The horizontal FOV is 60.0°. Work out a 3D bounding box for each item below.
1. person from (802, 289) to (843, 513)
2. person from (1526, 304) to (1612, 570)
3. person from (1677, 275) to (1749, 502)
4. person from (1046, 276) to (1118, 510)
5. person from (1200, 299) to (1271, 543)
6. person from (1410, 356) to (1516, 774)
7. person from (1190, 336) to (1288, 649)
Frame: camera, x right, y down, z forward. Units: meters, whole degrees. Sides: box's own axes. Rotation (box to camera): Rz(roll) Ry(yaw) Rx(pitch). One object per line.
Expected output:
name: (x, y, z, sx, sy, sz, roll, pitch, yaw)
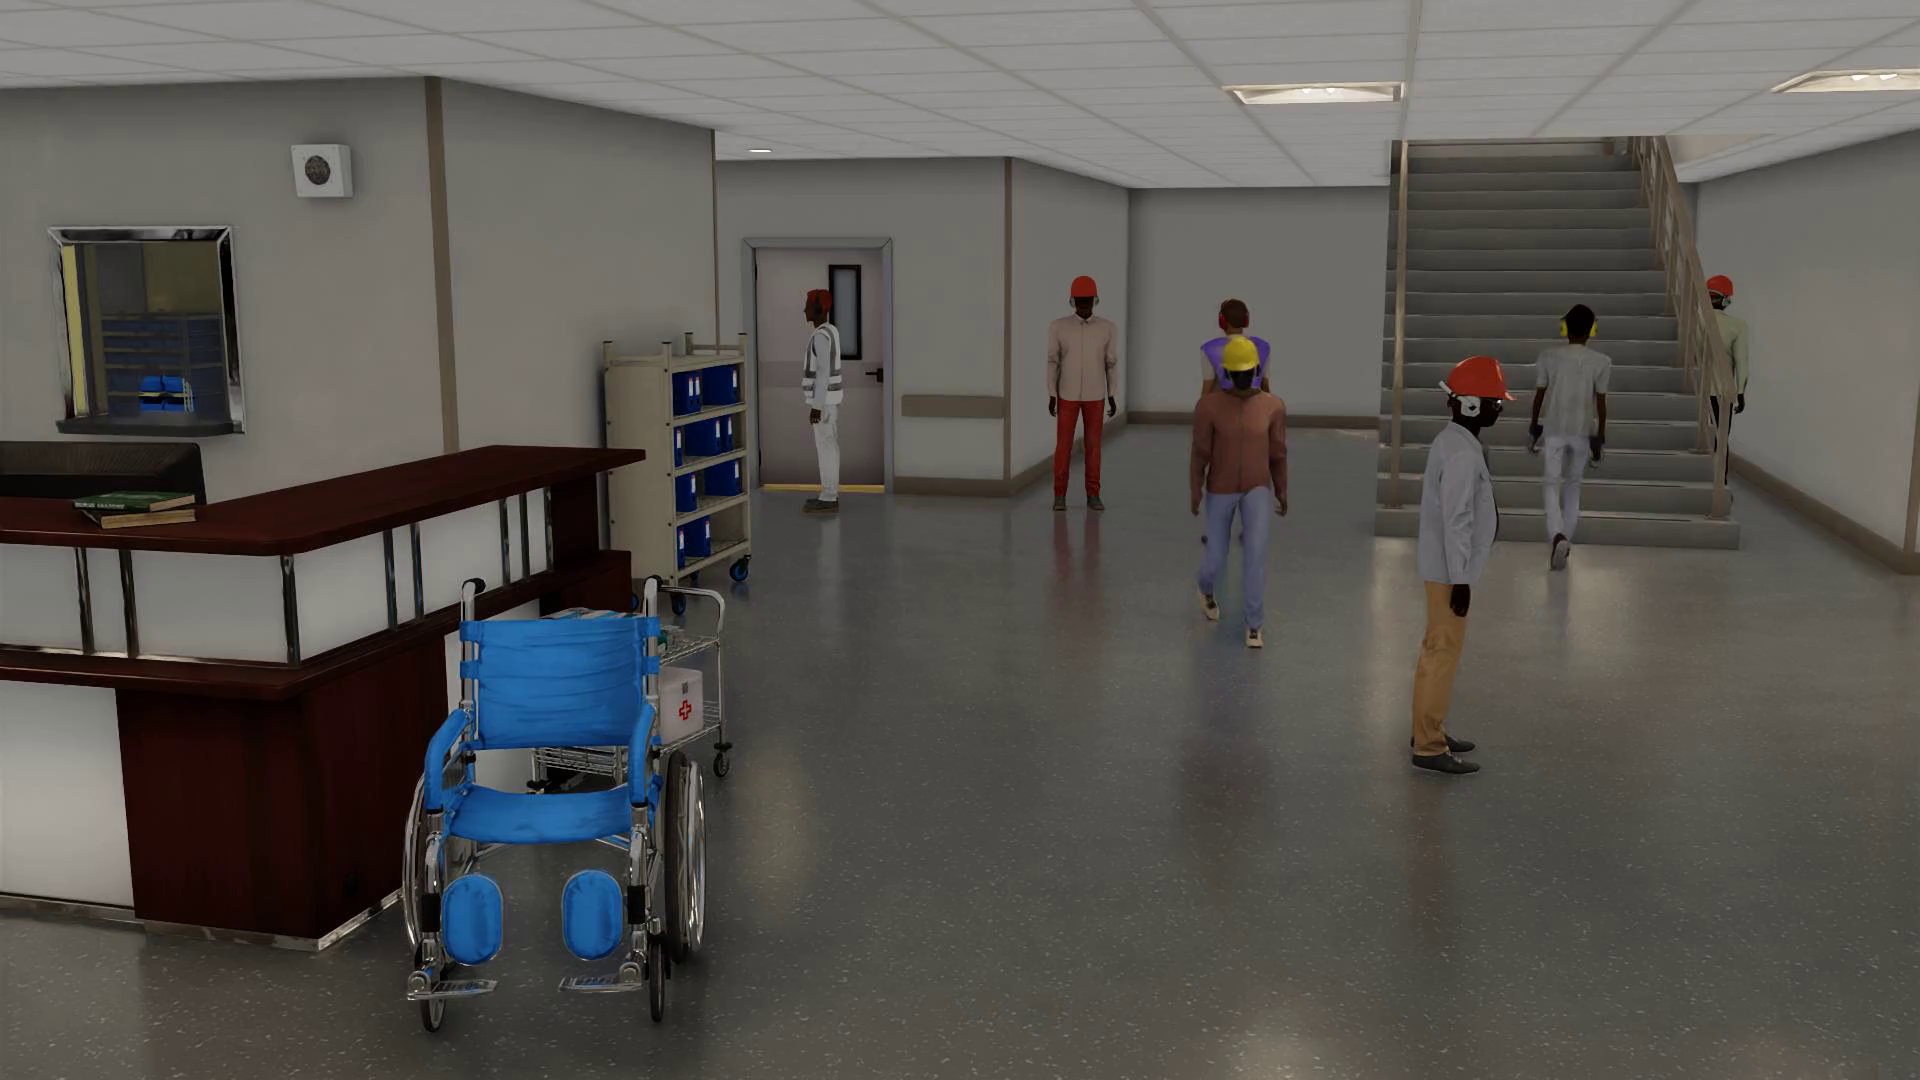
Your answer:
person: (-1.171, -1.171, 14.069, 0.355, 1.883, 0.574, 0, 10, 3)
person: (4.236, -0.720, 11.586, 0.520, 1.831, 0.871, 3, 10, 15)
person: (6.584, -1.317, 14.597, 0.621, 1.994, 0.381, 8, 12, 38)
person: (1.041, -1.241, 14.149, 0.613, 1.995, 0.391, -1, 10, -3)
person: (2.057, -0.872, 12.424, 0.579, 1.841, 0.376, -3, 10, -18)
person: (2.111, 0.102, 6.996, 0.361, 1.742, 0.563, 2, 10, 14)
person: (1.570, -0.304, 9.449, 0.557, 1.724, 0.822, 0, 10, 1)
